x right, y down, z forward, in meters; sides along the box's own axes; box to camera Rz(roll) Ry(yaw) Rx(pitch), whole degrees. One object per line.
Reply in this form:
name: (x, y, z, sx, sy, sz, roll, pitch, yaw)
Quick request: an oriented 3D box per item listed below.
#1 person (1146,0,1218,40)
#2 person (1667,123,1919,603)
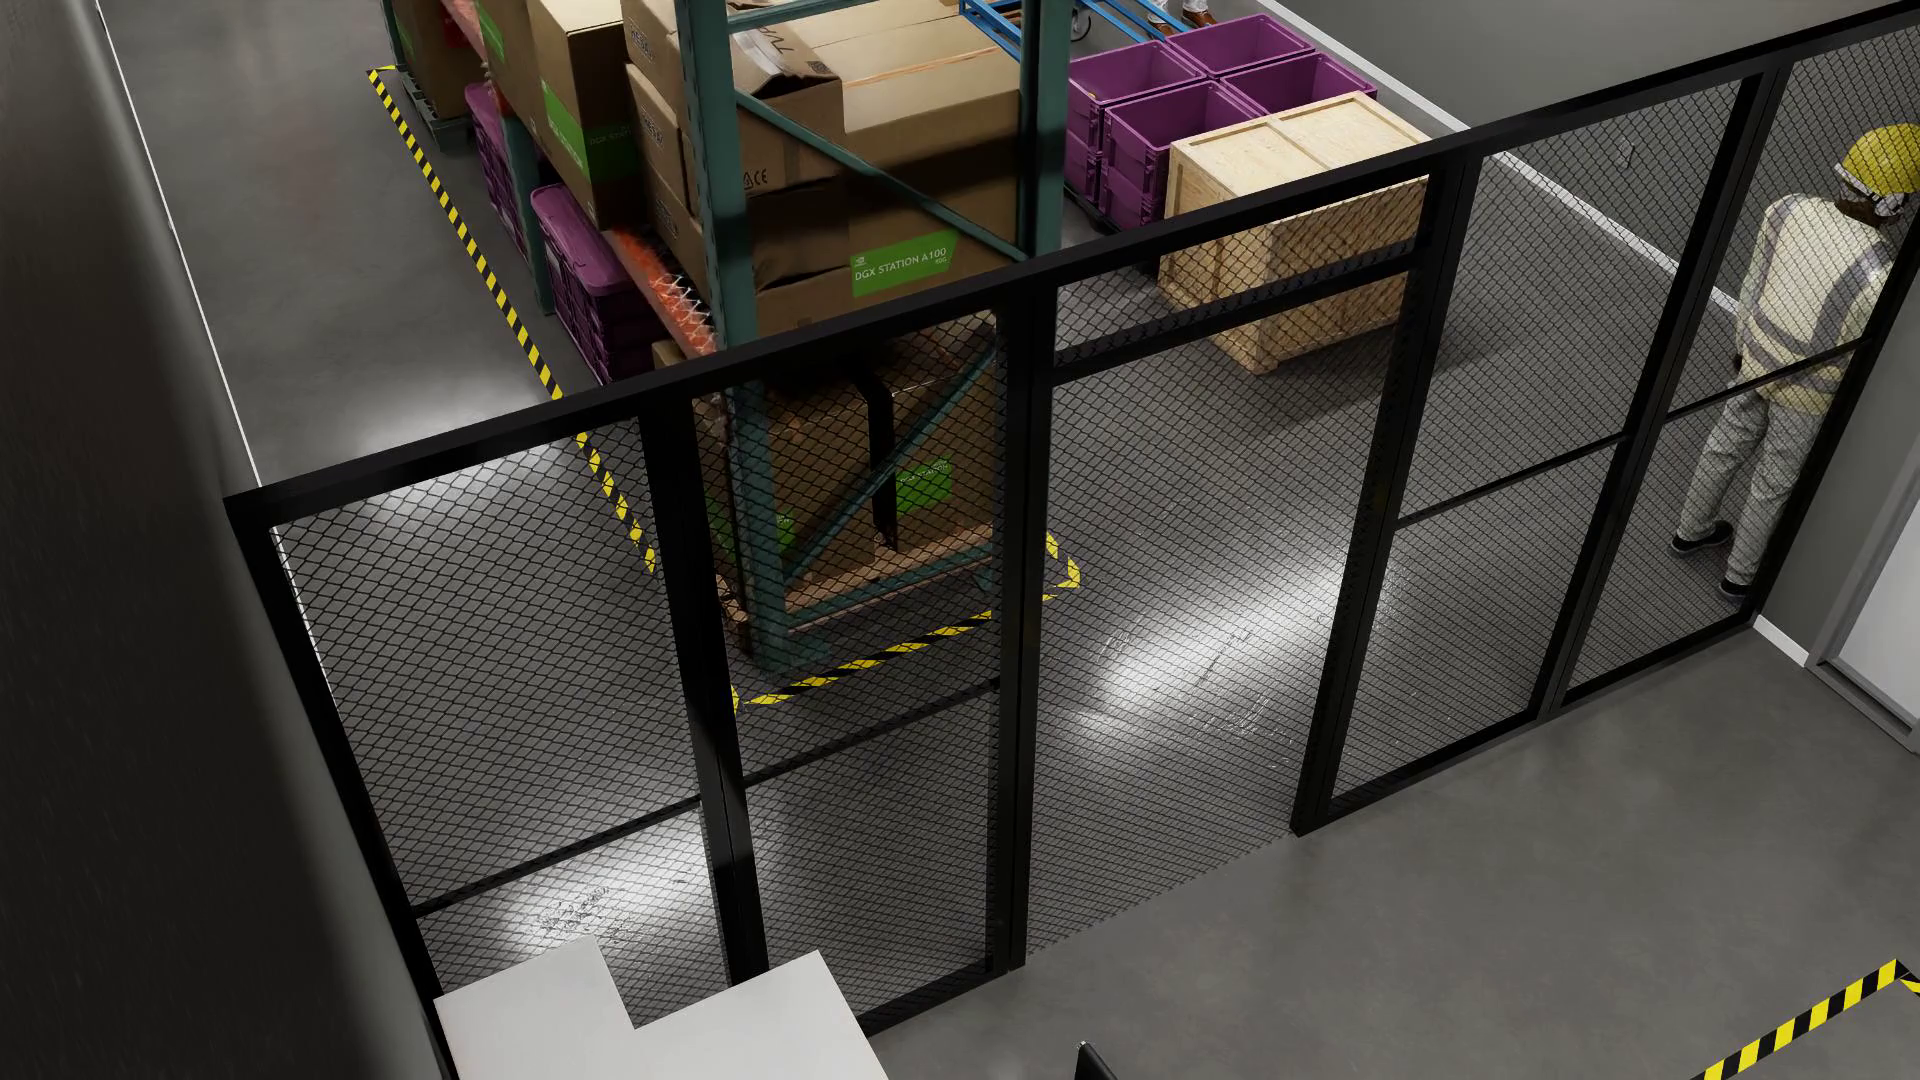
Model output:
person: (1.272, -3.627, 8.914, 0.631, 1.940, 0.372, -22, 47, -22)
person: (2.856, -0.570, 5.646, 0.404, 1.833, 0.588, -14, 44, -15)
